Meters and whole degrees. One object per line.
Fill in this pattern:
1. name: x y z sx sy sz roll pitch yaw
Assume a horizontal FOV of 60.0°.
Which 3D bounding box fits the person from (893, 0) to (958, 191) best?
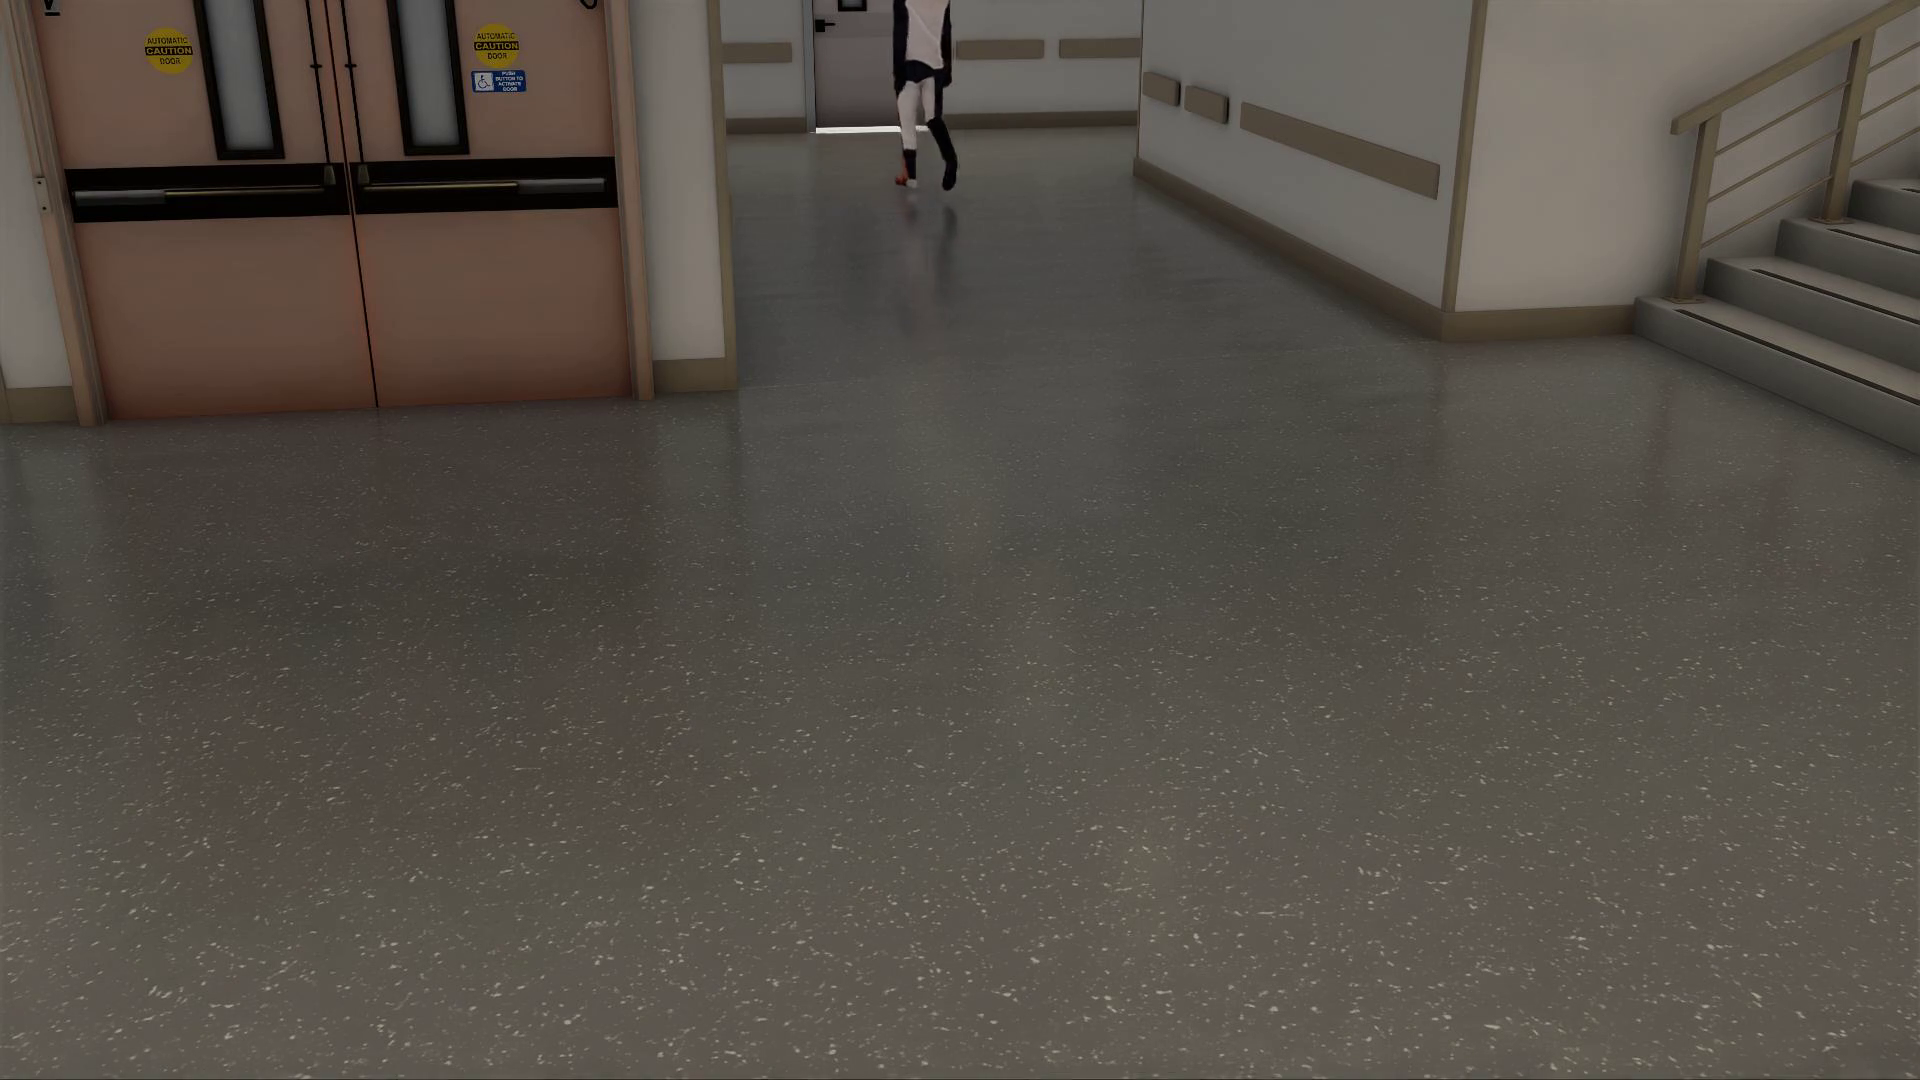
1. person: -0.274 -3.704 13.274 1.148 1.867 0.968 -10 23 -25
